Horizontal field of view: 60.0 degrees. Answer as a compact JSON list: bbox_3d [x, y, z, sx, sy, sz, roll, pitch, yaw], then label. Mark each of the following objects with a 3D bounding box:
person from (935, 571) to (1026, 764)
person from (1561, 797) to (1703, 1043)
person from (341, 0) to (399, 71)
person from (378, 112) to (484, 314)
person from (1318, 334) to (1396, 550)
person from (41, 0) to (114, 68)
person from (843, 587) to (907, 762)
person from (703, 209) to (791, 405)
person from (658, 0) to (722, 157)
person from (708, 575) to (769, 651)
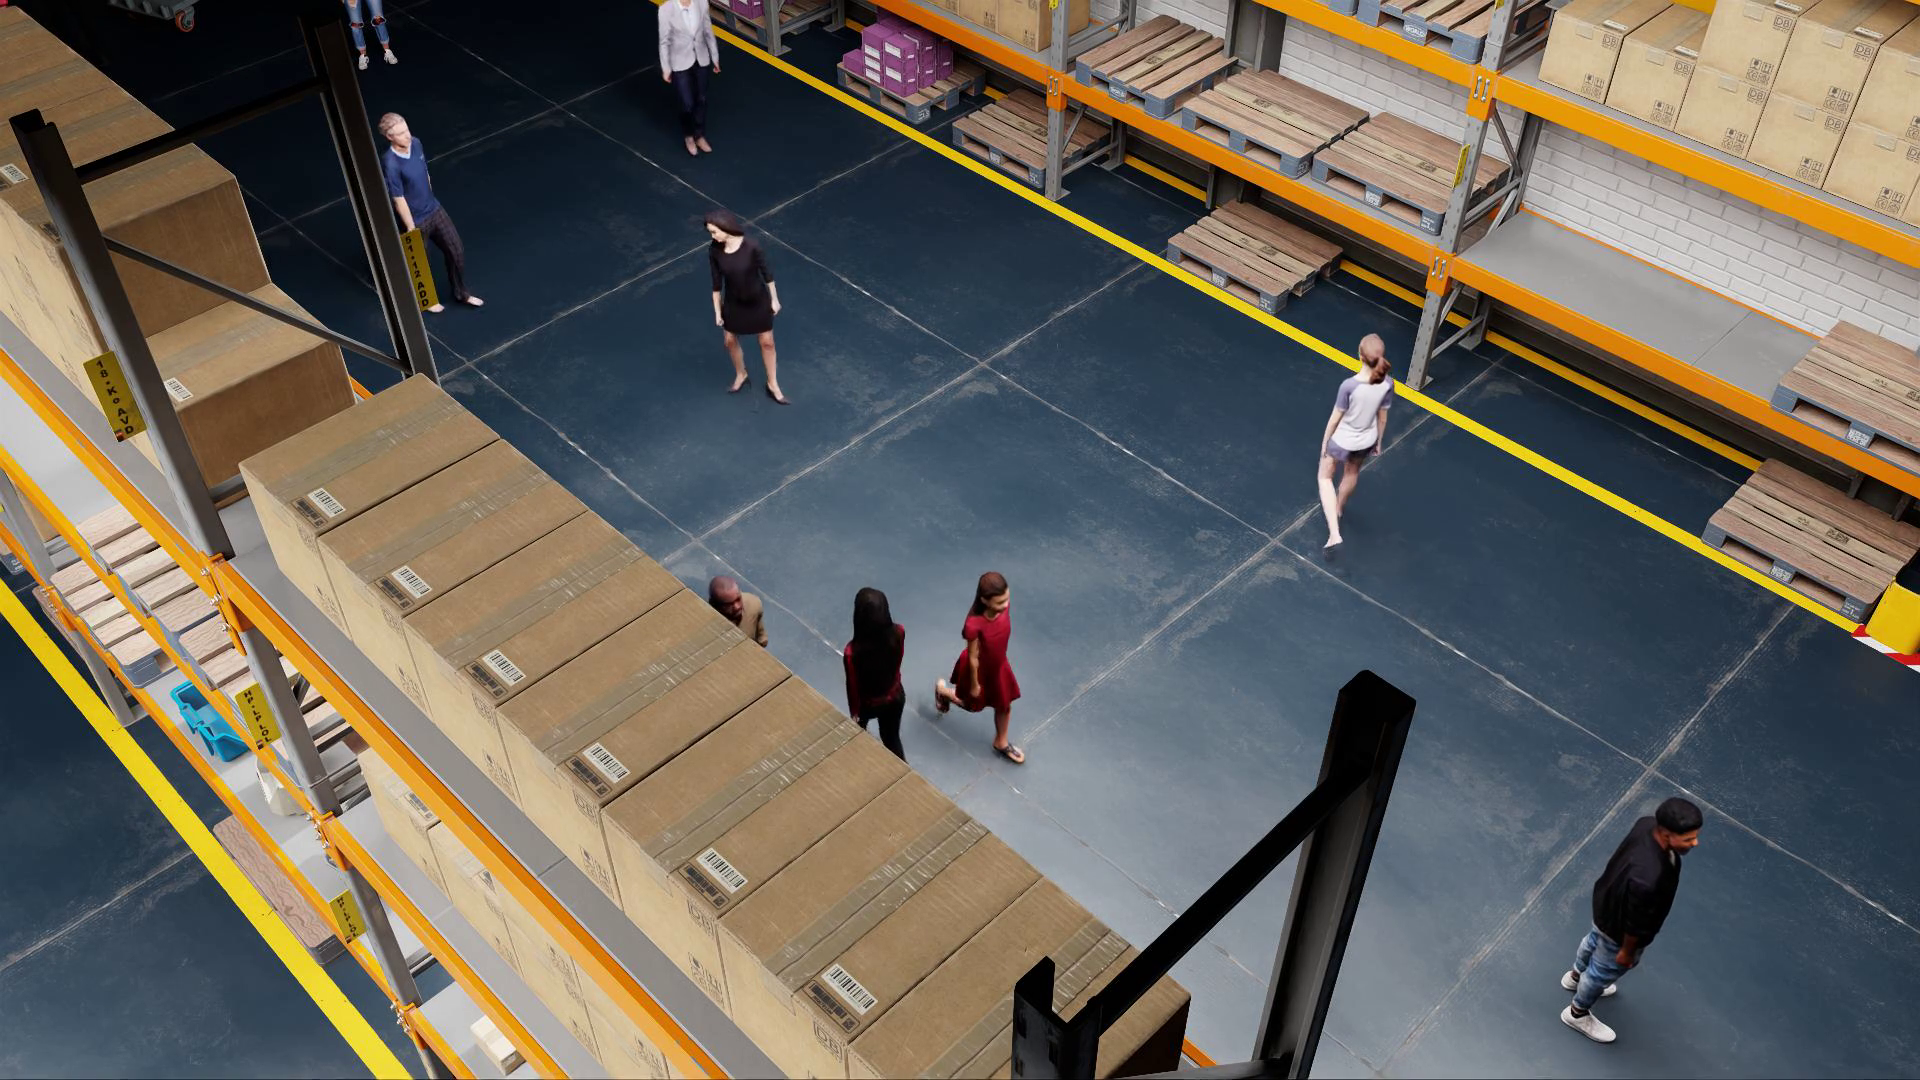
[{"bbox_3d":[0.097,0.744,10.314,0.540,1.529,0.936,-33,53,-30],"label":"person"},{"bbox_3d":[3.525,1.974,8.824,0.760,1.805,0.779,14,45,14],"label":"person"},{"bbox_3d":[-6.103,-5.614,16.912,0.674,1.635,0.653,-15,46,-16],"label":"person"},{"bbox_3d":[-4.530,-2.682,13.678,0.925,1.850,0.834,16,46,16],"label":"person"},{"bbox_3d":[2.755,-0.664,11.633,0.922,1.748,1.034,-5,44,-5],"label":"person"},{"bbox_3d":[-9.148,-5.630,16.779,0.698,1.842,0.748,34,53,31],"label":"person"},{"bbox_3d":[-0.435,1.001,9.968,0.684,1.635,0.878,-26,49,-25],"label":"person"},{"bbox_3d":[-1.572,-1.785,12.790,0.687,1.776,0.796,-5,44,-5],"label":"person"},{"bbox_3d":[-2.578,-4.523,15.617,0.751,1.841,0.682,-25,49,-24],"label":"person"},{"bbox_3d":[-1.429,0.815,10.050,0.815,1.791,1.058,-30,51,-27],"label":"person"}]
